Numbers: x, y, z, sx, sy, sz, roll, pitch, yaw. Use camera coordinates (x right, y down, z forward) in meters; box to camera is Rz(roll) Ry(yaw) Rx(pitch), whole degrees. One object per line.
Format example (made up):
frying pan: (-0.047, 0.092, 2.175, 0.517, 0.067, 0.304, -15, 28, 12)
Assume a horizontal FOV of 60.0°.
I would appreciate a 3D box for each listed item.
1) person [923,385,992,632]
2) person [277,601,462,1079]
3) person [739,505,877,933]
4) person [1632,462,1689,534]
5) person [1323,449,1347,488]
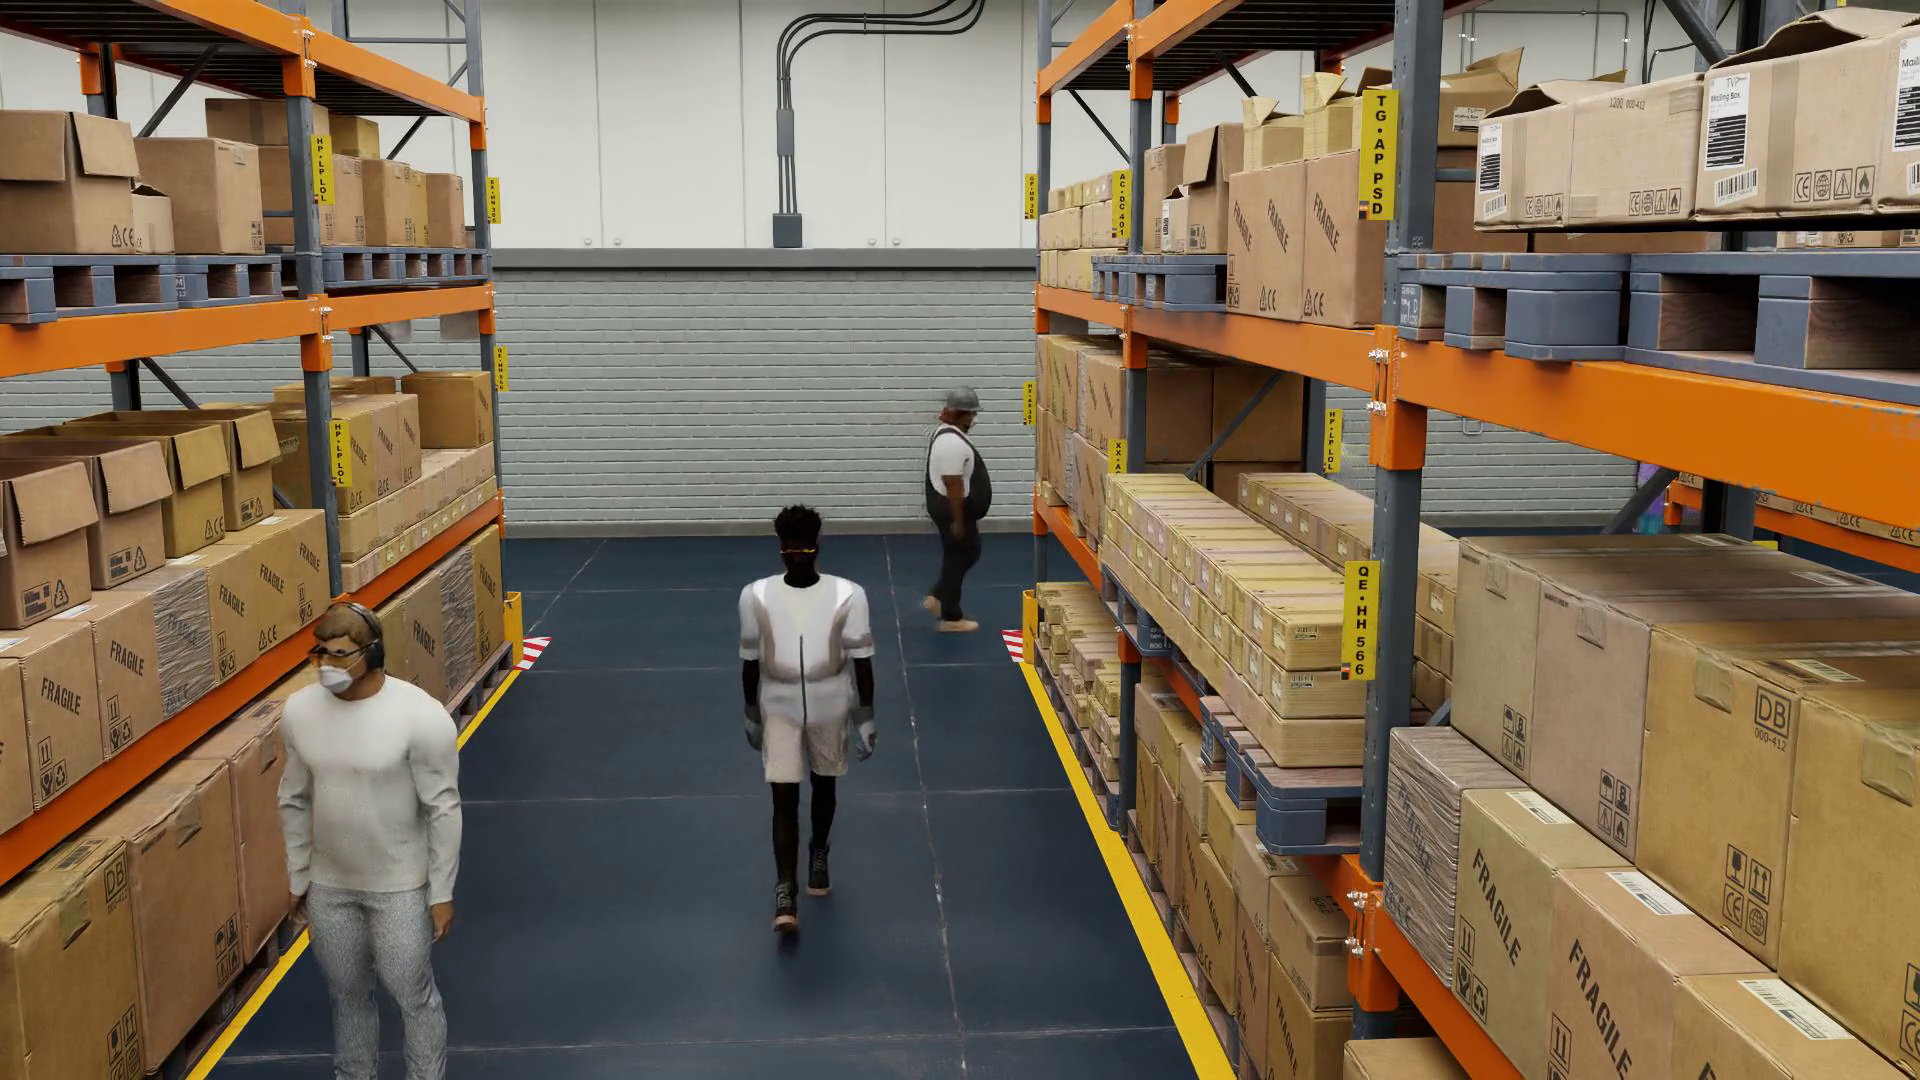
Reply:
person: (-0.008, -0.259, 13.469, 0.537, 2.000, 0.710, -1, 10, -4)
person: (-1.957, 1.142, 5.523, 0.635, 1.936, 0.354, 2, 10, 13)
person: (-0.698, 0.796, 7.596, 0.631, 1.909, 0.997, -1, 10, -3)
person: (5.796, -0.195, 13.705, 0.651, 1.831, 0.581, 0, 10, -3)
person: (2.963, -0.144, 13.432, 0.594, 1.827, 0.637, -2, 10, -10)
